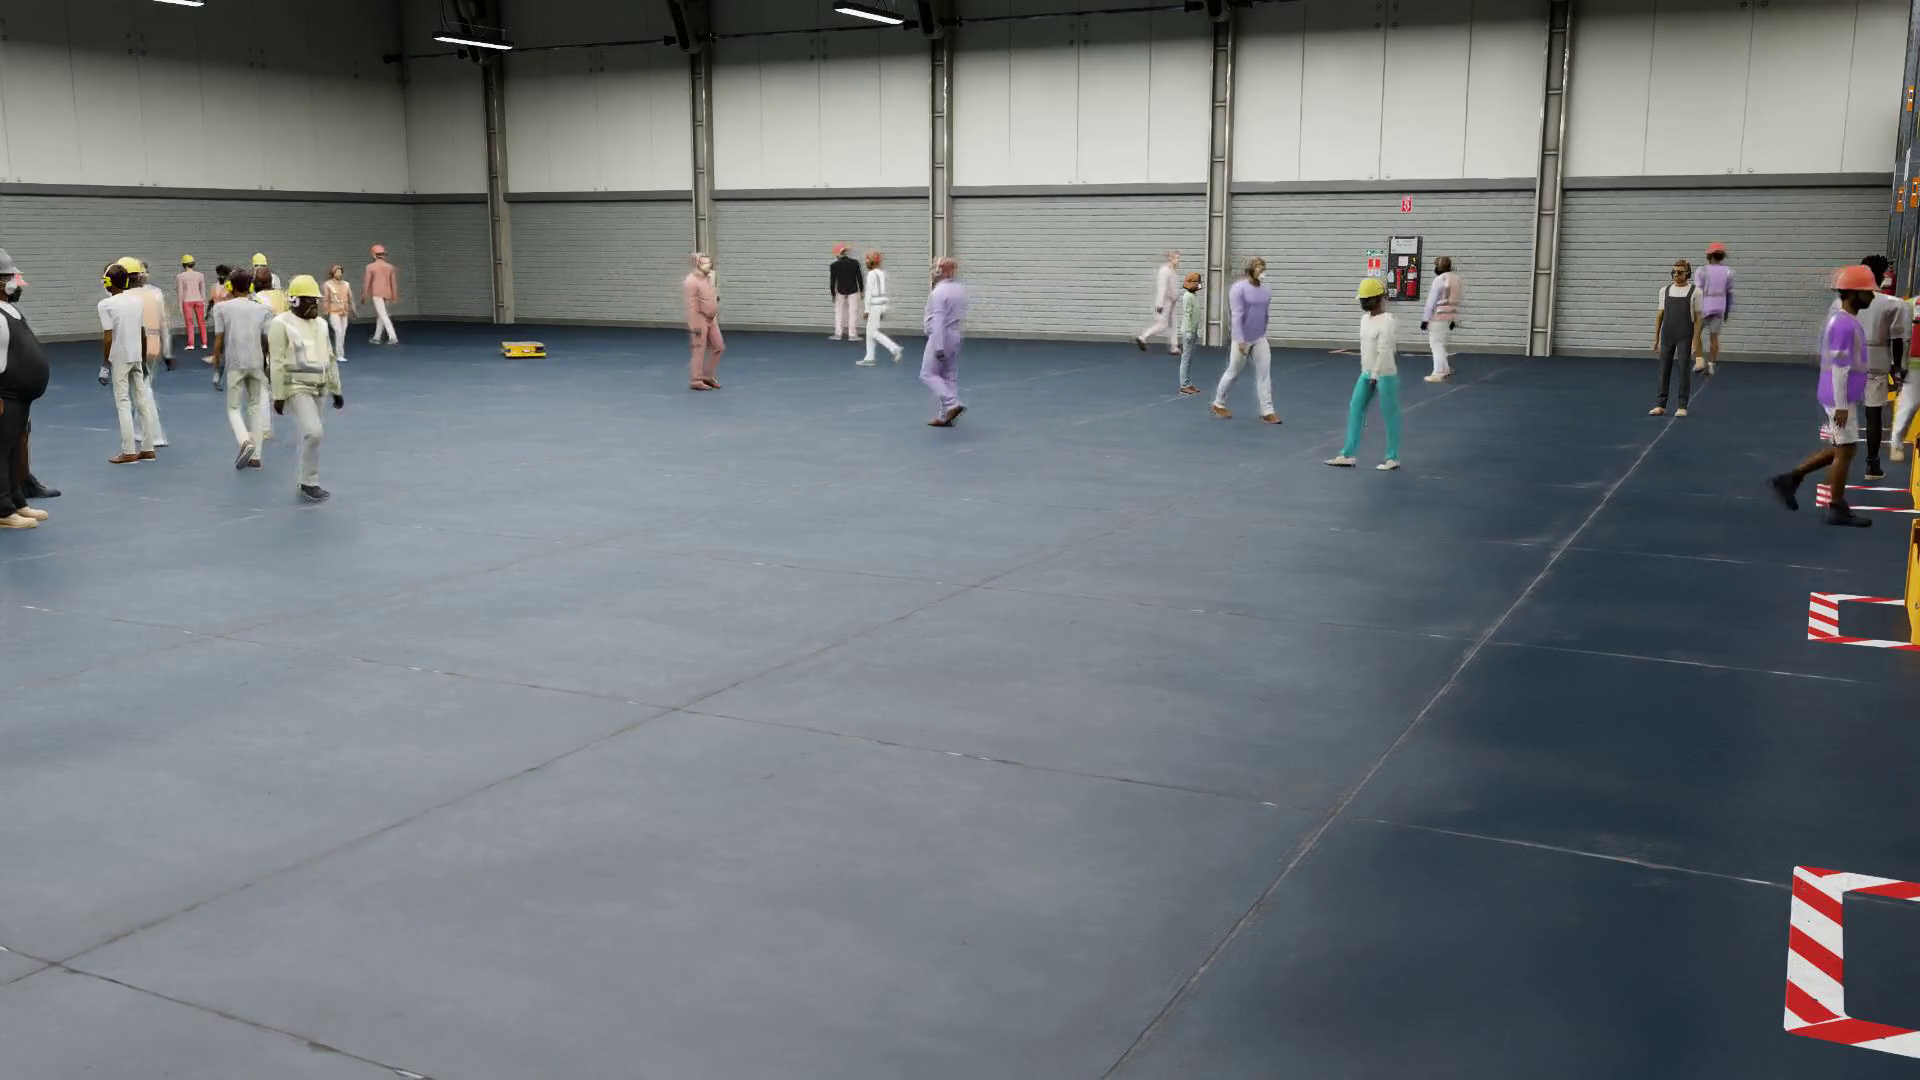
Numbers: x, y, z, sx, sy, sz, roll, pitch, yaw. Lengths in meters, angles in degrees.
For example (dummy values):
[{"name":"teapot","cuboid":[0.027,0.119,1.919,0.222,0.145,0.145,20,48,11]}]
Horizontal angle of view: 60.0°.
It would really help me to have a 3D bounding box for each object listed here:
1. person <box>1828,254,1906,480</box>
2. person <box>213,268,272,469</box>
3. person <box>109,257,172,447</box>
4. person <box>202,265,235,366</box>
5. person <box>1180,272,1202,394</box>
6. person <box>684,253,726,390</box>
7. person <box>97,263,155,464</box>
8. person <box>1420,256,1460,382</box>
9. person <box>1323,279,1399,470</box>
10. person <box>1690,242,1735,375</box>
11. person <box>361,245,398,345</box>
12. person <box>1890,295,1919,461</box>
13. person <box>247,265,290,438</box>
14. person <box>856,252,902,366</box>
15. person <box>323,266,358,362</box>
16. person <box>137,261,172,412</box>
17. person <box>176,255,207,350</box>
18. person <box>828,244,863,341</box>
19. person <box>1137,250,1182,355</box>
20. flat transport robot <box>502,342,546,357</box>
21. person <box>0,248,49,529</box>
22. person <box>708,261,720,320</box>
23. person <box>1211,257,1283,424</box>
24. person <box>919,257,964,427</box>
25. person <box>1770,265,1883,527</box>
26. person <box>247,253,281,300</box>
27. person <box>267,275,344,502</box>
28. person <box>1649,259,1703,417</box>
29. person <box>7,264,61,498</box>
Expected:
[{"name":"person","cuboid":[7.922,-1.513,14.584,0.613,1.963,0.362,7,13,34]},{"name":"person","cuboid":[-6.487,-1.538,15.093,0.549,1.834,0.614,-7,13,-34]},{"name":"person","cuboid":[-8.385,-1.891,16.815,0.807,1.896,0.621,5,11,24]},{"name":"person","cuboid":[-12.090,-3.690,27.322,0.541,1.635,0.911,6,12,31]},{"name":"person","cuboid":[3.125,-2.792,22.472,0.284,1.633,0.497,3,11,18]},{"name":"person","cuboid":[-3.489,-2.995,22.879,0.517,1.886,0.669,4,11,19]},{"name":"person","cuboid":[-7.834,-1.640,15.572,0.328,1.862,0.520,4,11,22]},{"name":"person","cuboid":[6.983,-3.213,24.233,0.455,1.827,0.636,9,14,40]},{"name":"person","cuboid":[3.694,-1.484,15.061,0.772,1.727,0.552,-4,11,-20]},{"name":"person","cuboid":[11.449,-3.523,25.390,0.625,2.026,0.476,0,10,1]},{"name":"person","cuboid":[-11.265,-4.757,32.361,1.039,1.948,0.612,6,12,31]},{"name":"person","cuboid":[9.053,-1.608,15.508,0.634,1.849,0.519,1,10,8]},{"name":"person","cuboid":[-7.189,-1.966,17.456,0.699,1.820,0.633,2,11,9]},{"name":"person","cuboid":[-1.328,-3.757,27.110,0.724,1.868,0.596,2,11,11]},{"name":"person","cuboid":[-10.390,-3.792,27.976,0.624,1.619,0.518,7,12,32]},{"name":"person","cuboid":[-9.734,-2.417,19.919,0.785,1.816,0.607,7,13,35]},{"name":"person","cuboid":[-14.316,-4.424,30.997,0.300,1.772,0.522,9,14,41]},{"name":"person","cuboid":[-2.319,-5.004,33.697,0.718,1.948,0.386,0,10,-2]},{"name":"person","cuboid":[3.616,-4.228,29.649,0.791,1.880,0.654,4,11,23]},{"name":"flat transport robot","cuboid":[-7.706,-3.370,29.339,0.652,0.197,1.431,-4,11,-18]},{"name":"person","cuboid":[-6.972,-1.112,12.198,0.537,2.000,0.675,-3,11,-15]},{"name":"person","cuboid":[-5.425,-5.216,35.692,0.532,1.632,0.403,-8,13,-39]},{"name":"person","cuboid":[3.279,-2.291,19.051,0.637,1.900,0.998,-6,12,-31]},{"name":"person","cuboid":[-0.199,-2.188,18.464,0.453,1.890,0.652,5,11,25]},{"name":"person","cuboid":[6.412,-1.057,12.228,0.622,1.921,0.550,6,12,32]},{"name":"person","cuboid":[-11.287,-3.718,26.962,0.600,1.836,0.404,-3,11,-18]},{"name":"person","cuboid":[-5.182,-1.203,13.328,0.556,1.810,0.609,4,11,18]},{"name":"person","cuboid":[8.433,-2.368,19.580,0.513,1.845,0.335,9,14,40]},{"name":"person","cuboid":[-7.756,-1.273,13.413,0.681,1.922,0.547,-3,11,-17]}]
